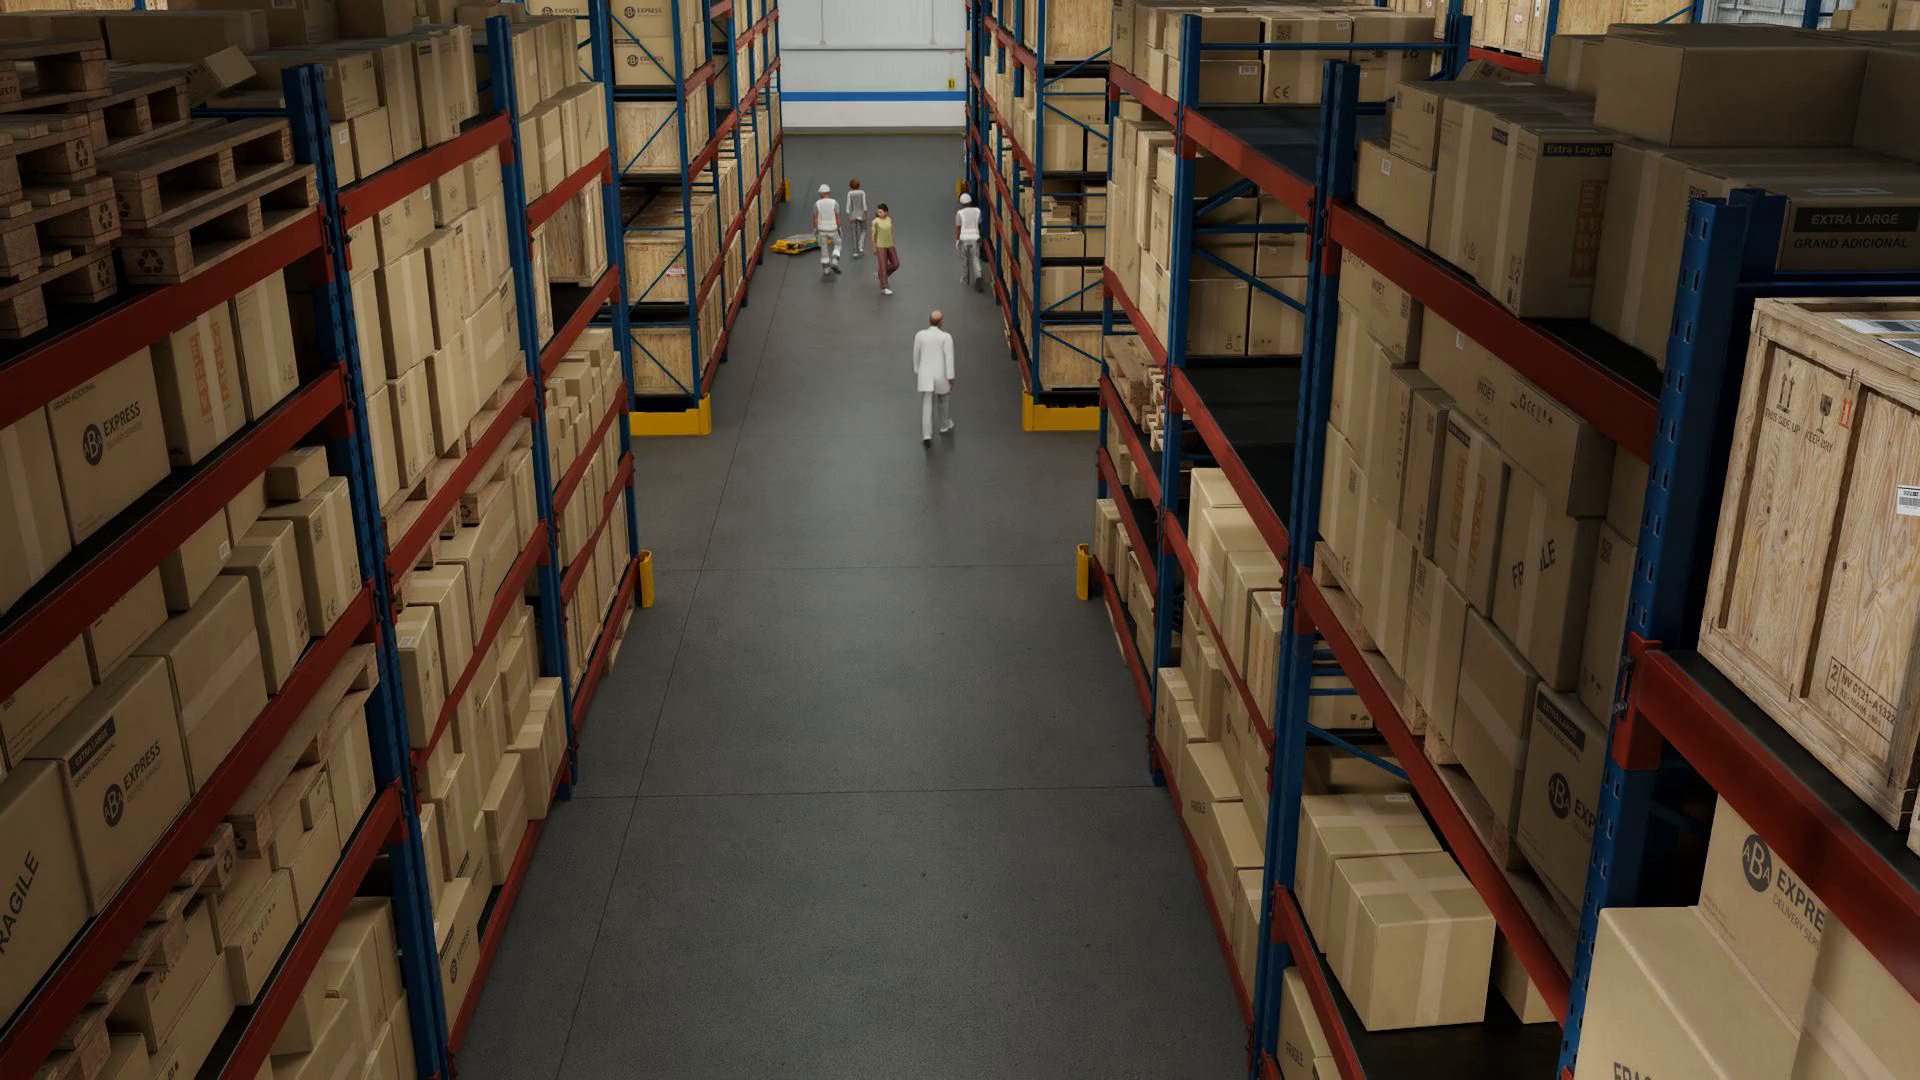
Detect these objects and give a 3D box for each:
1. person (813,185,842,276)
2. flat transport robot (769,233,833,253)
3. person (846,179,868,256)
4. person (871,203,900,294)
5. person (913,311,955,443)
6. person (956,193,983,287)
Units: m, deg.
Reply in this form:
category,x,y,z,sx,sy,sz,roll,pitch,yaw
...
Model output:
category,x,y,z,sx,sy,sz,roll,pitch,yaw
person,-2.603,-6.108,32.800,0.565,1.786,0.481,1,20,2
flat transport robot,-3.407,-6.374,35.811,0.659,0.261,1.431,14,24,32
person,-2.159,-6.727,34.716,0.448,1.603,0.365,-2,21,-6
person,-1.425,-5.511,31.358,0.472,1.678,0.589,-14,25,-33
person,-0.345,-2.238,22.495,0.588,1.766,1.006,2,21,5
person,0.192,-5.746,31.882,0.560,1.771,0.839,-6,21,-16
